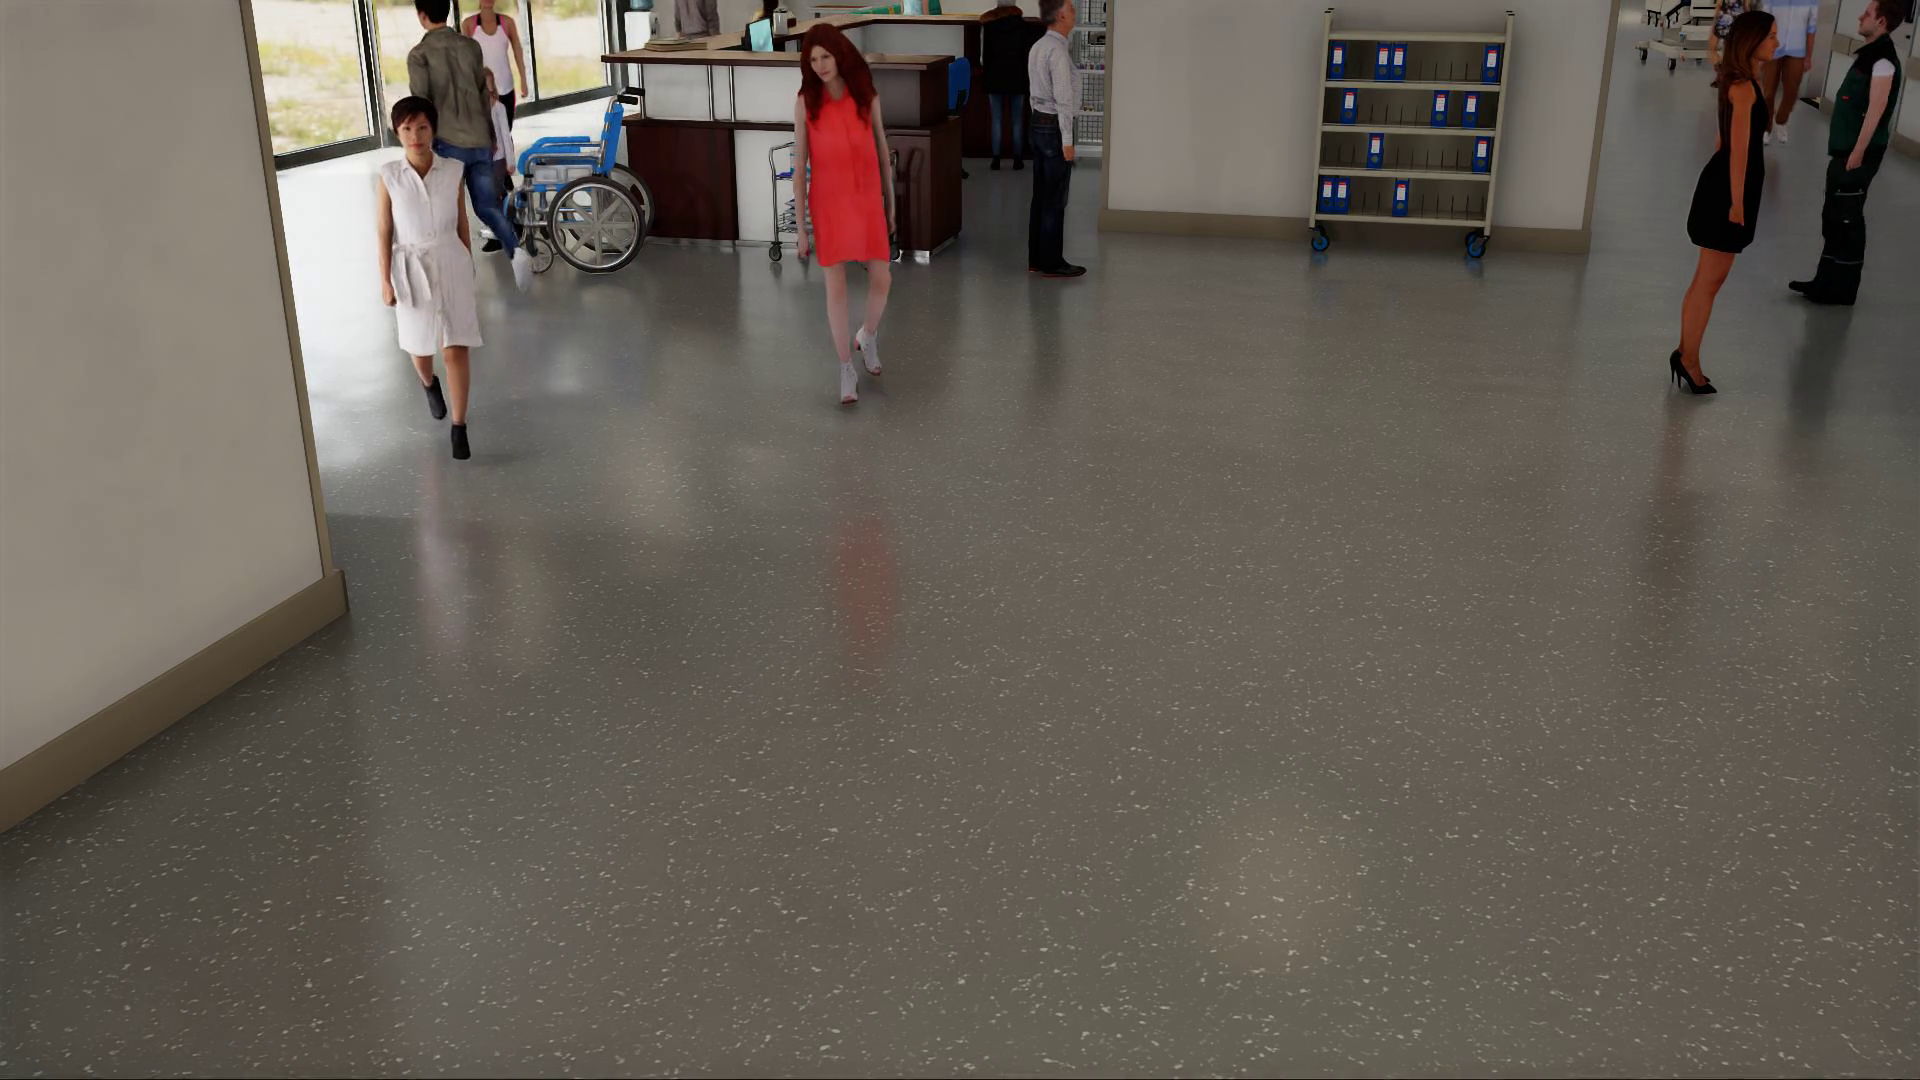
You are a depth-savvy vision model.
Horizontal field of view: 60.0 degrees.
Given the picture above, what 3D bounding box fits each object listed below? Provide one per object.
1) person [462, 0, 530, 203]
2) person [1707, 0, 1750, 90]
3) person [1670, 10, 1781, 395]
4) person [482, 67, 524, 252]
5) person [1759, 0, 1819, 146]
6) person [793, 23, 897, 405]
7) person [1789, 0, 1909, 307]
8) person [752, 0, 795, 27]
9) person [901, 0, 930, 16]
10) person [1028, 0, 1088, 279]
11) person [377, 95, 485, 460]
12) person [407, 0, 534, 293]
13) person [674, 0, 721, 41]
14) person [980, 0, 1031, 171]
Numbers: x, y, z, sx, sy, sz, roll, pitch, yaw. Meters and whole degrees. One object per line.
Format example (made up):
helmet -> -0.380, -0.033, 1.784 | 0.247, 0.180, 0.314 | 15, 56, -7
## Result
person -> -3.792, -3.648, 13.611 | 1.221, 1.735, 1.107 | -5, 21, -14
person -> 10.267, -6.878, 22.154 | 0.655, 1.725, 0.757 | -1, 21, -2
person -> 3.756, -1.638, 8.165 | 0.531, 1.834, 0.588 | 7, 22, 17
person -> -3.294, -2.698, 11.774 | 0.724, 1.261, 0.591 | 5, 21, 13
person -> 8.379, -4.946, 16.931 | 0.649, 1.812, 0.808 | 8, 22, 21
person -> -0.538, -1.526, 7.926 | 0.920, 1.793, 0.934 | -9, 22, -21
person -> 5.424, -2.354, 10.040 | 0.671, 1.844, 0.677 | 9, 22, 22
person -> -1.844, -4.675, 16.522 | 1.062, 1.593, 0.868 | 12, 24, 28
person -> -0.544, -5.988, 19.749 | 0.580, 1.764, 0.685 | 13, 24, 30
person -> 0.606, -2.653, 10.867 | 0.754, 1.818, 0.739 | -7, 22, -17
person -> -2.338, -1.154, 7.327 | 1.023, 1.523, 0.990 | -7, 22, -19
person -> -2.985, -2.383, 10.119 | 1.000, 1.843, 1.137 | -17, 27, -38
person -> -2.639, -4.939, 16.781 | 0.611, 1.904, 0.797 | 12, 24, 29
person -> 0.429, -4.264, 15.383 | 0.624, 1.633, 0.752 | 0, 21, 1
